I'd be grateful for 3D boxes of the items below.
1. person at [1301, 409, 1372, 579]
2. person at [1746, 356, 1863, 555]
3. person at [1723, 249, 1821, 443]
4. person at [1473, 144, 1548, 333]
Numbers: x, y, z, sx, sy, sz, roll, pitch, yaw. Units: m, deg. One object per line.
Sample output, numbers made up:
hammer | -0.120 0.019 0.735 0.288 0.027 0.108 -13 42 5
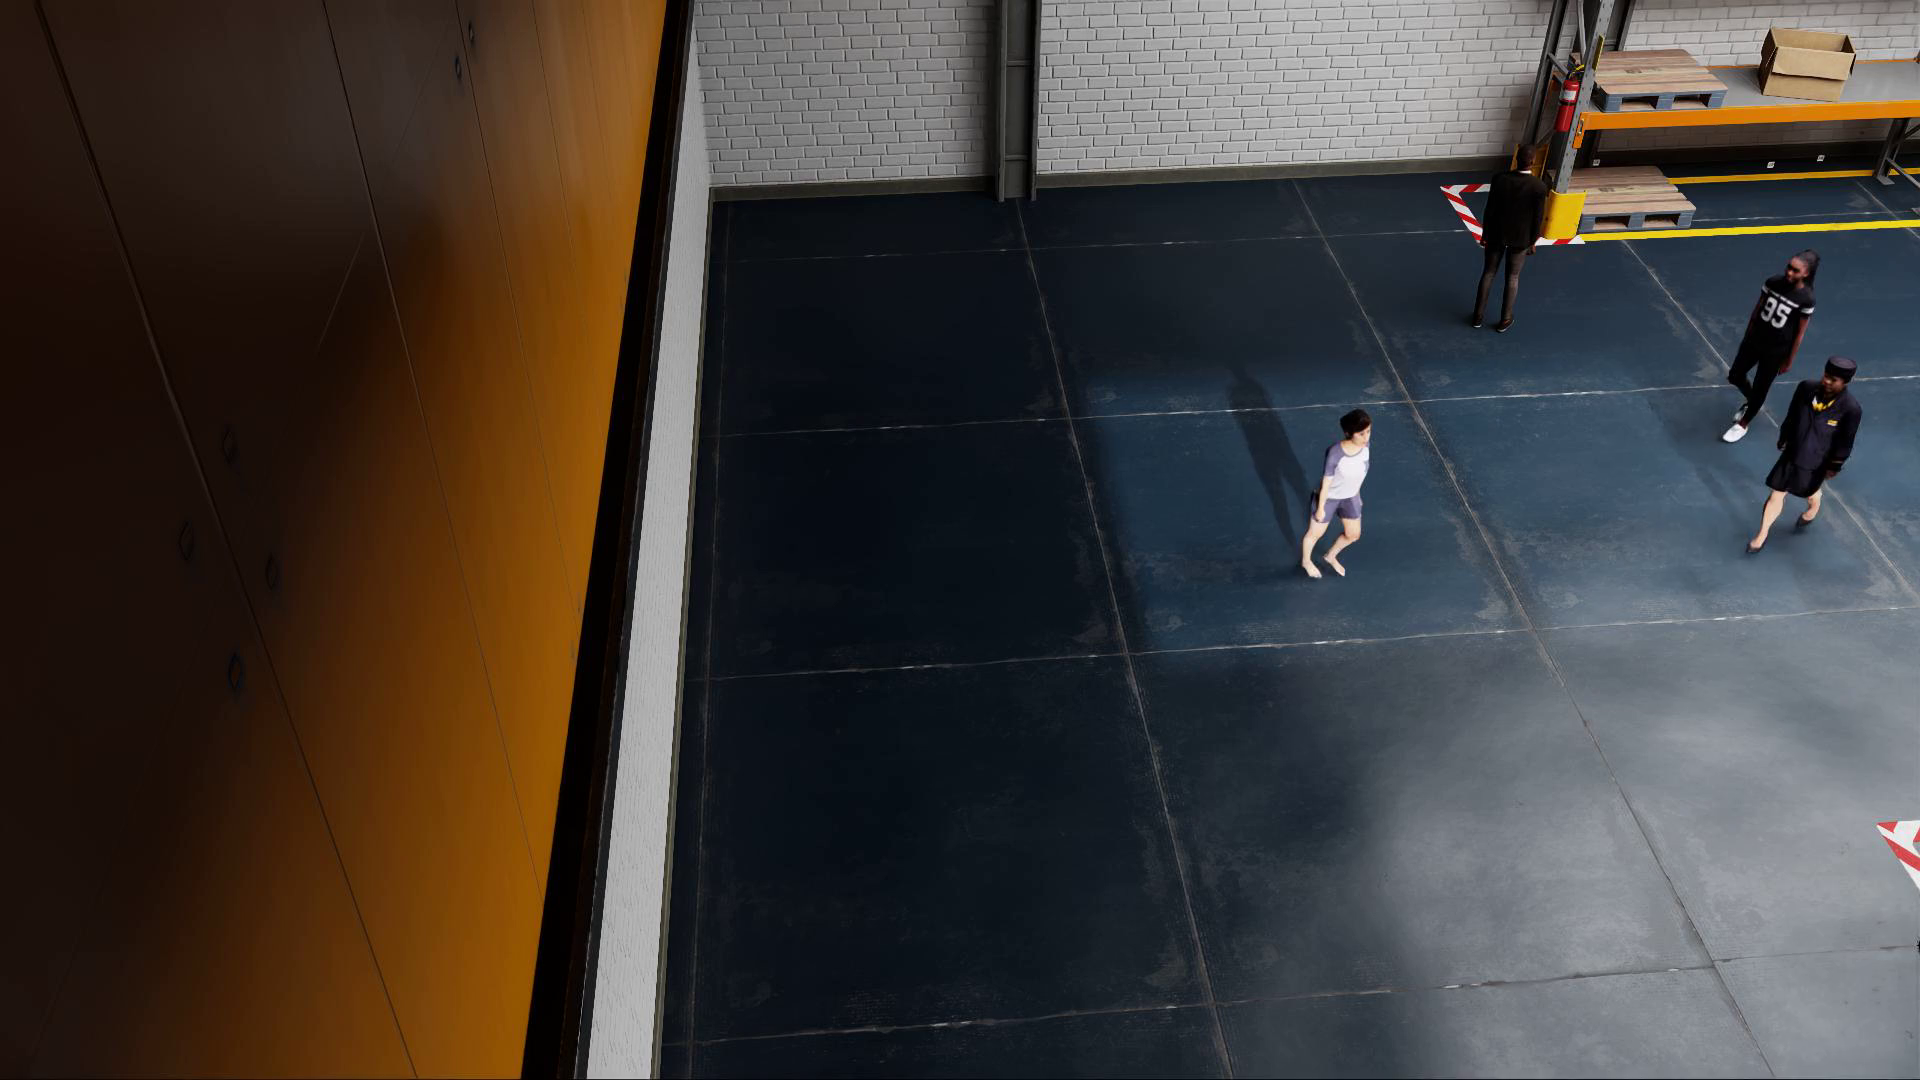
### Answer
person | 2.729 -0.342 12.169 0.655 1.539 0.724 -17 42 -20
person | 6.410 -0.649 12.469 1.174 1.645 1.026 -25 45 -28
person | 6.662 -1.601 13.597 0.847 1.724 0.780 -22 44 -25
person | 4.926 -2.712 14.927 0.679 1.800 0.800 16 41 19
